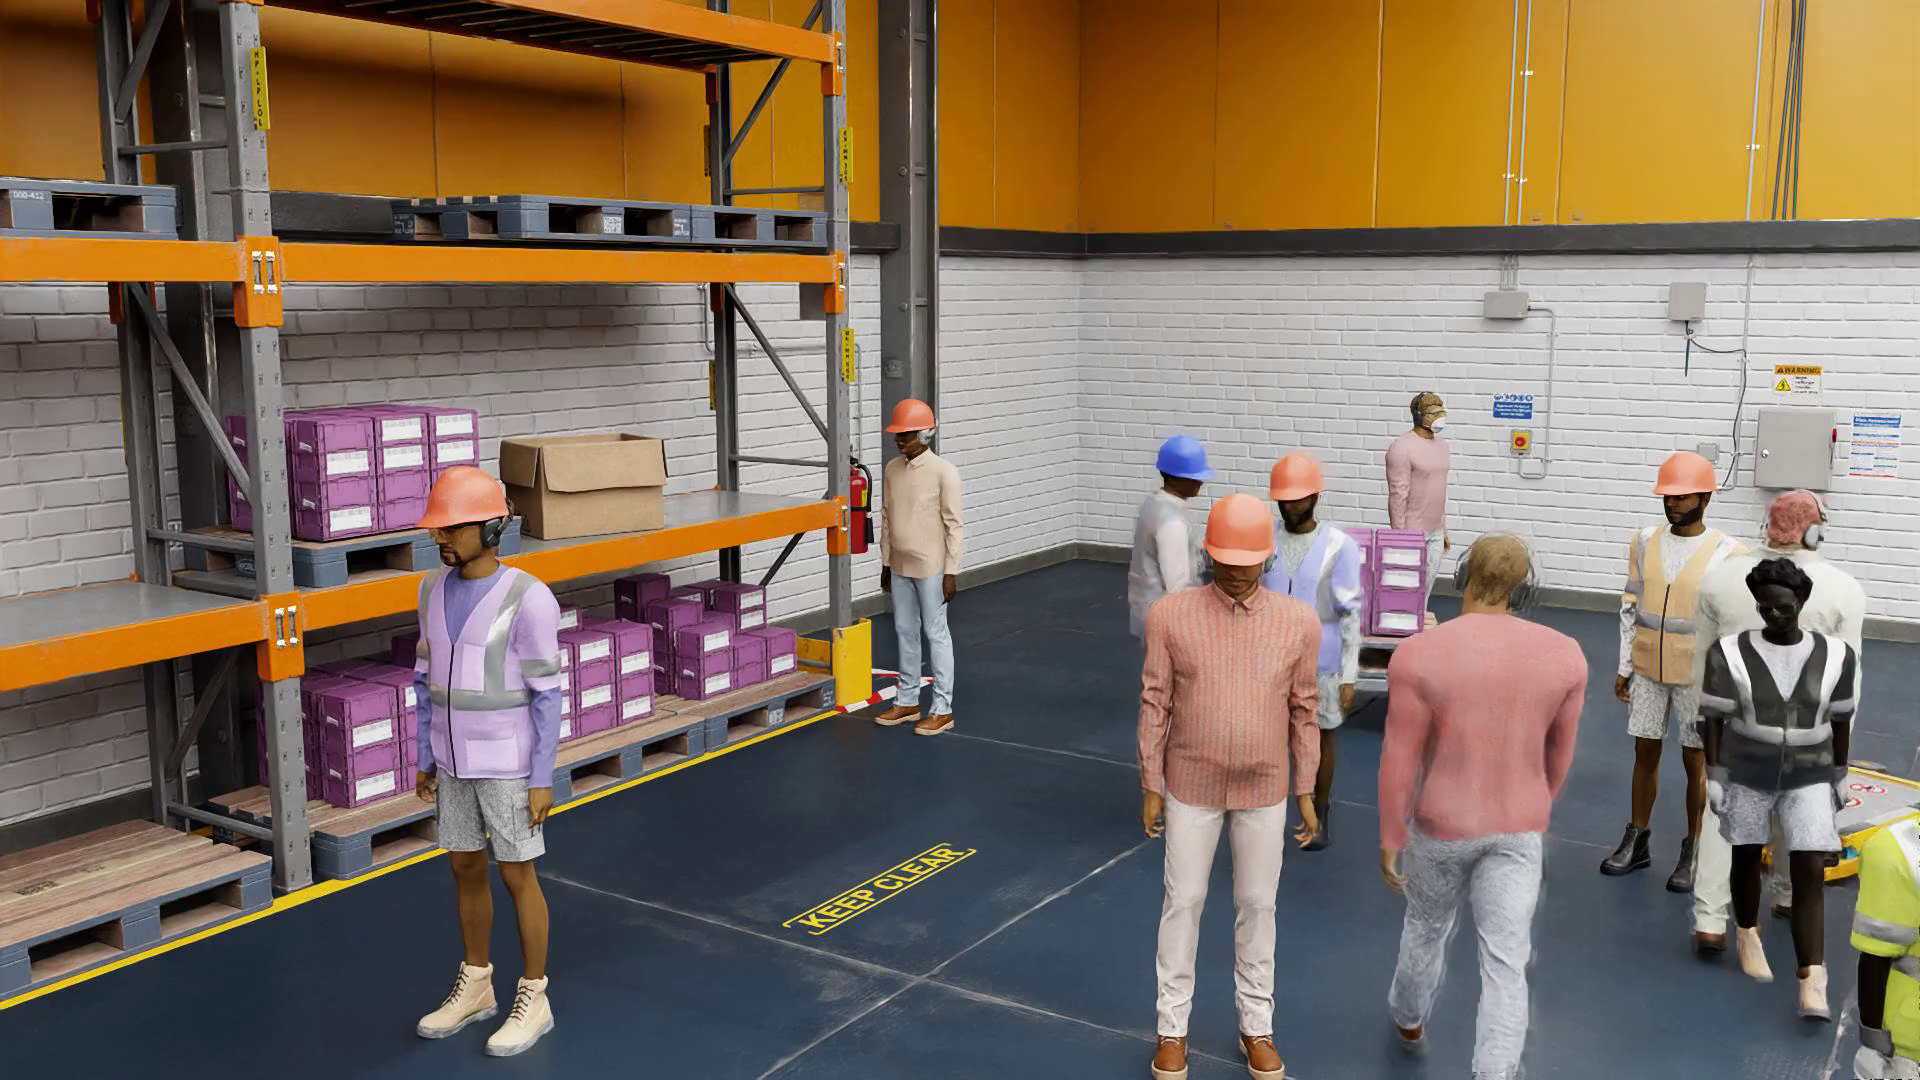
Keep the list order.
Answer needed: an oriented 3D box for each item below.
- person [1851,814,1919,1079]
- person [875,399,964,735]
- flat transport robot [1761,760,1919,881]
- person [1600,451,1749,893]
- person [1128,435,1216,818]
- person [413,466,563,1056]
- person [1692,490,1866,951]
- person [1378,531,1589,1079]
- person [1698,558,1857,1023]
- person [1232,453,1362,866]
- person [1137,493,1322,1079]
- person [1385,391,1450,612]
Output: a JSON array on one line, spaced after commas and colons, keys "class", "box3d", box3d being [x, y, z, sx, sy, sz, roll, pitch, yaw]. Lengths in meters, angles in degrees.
[{"class": "person", "box3d": [2.384, 1.207, 3.984, 0.538, 1.695, 0.319, -1, 9, -4]}, {"class": "person", "box3d": [-0.258, 0.157, 9.854, 0.623, 1.989, 0.399, 8, 12, 43]}, {"class": "flat transport robot", "box3d": [4.198, 1.311, 7.921, 1.431, 0.197, 0.652, -6, 11, -33]}, {"class": "person", "box3d": [3.146, 0.574, 7.318, 0.368, 1.939, 0.542, -8, 12, -40]}, {"class": "person", "box3d": [1.045, 0.434, 8.337, 0.410, 1.921, 0.659, 0, 9, -2]}, {"class": "person", "box3d": [-1.664, 0.760, 5.766, 0.615, 2.043, 0.373, 5, 10, 27]}, {"class": "person", "box3d": [3.259, 0.721, 6.701, 0.652, 1.857, 1.037, 7, 11, 40]}, {"class": "person", "box3d": [1.646, 0.904, 5.366, 0.637, 1.870, 1.066, 1, 9, 5]}, {"class": "person", "box3d": [2.991, 0.902, 6.077, 0.545, 1.654, 0.822, 3, 9, 17]}, {"class": "person", "box3d": [1.513, 0.556, 7.549, 0.569, 1.891, 0.932, 5, 10, 28]}, {"class": "person", "box3d": [0.896, 0.825, 5.539, 0.611, 1.985, 0.393, 0, 9, 1]}, {"class": "person", "box3d": [3.131, -0.043, 11.325, 0.627, 1.940, 0.372, -8, 12, -43]}]
